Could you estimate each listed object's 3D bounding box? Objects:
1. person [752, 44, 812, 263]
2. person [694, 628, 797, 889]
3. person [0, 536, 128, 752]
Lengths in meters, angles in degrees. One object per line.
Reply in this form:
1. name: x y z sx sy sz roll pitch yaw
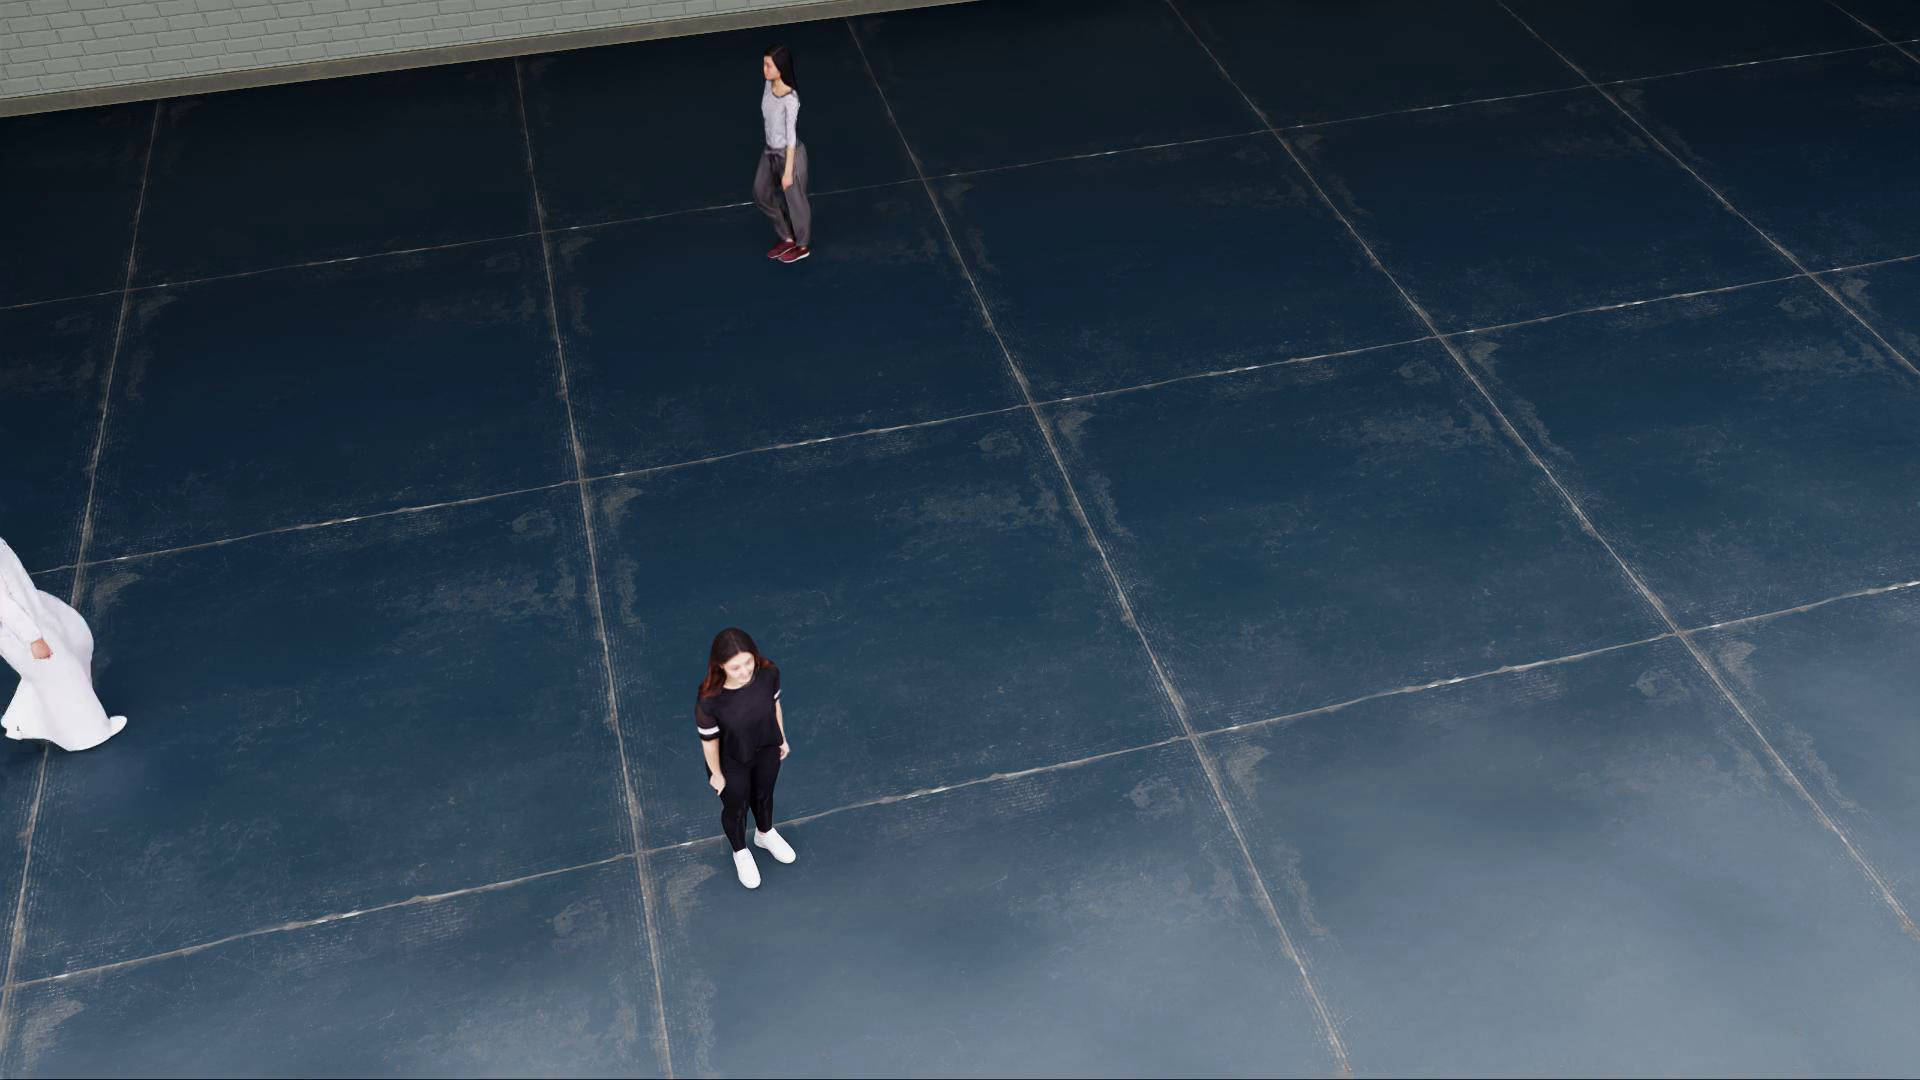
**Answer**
1. person: -1.165 -2.755 11.872 0.770 1.725 0.643 -24 48 -23
2. person: -1.021 1.007 7.907 0.698 1.639 0.715 -30 51 -28
3. person: -4.814 0.429 8.323 0.923 1.917 0.887 -28 50 -27
